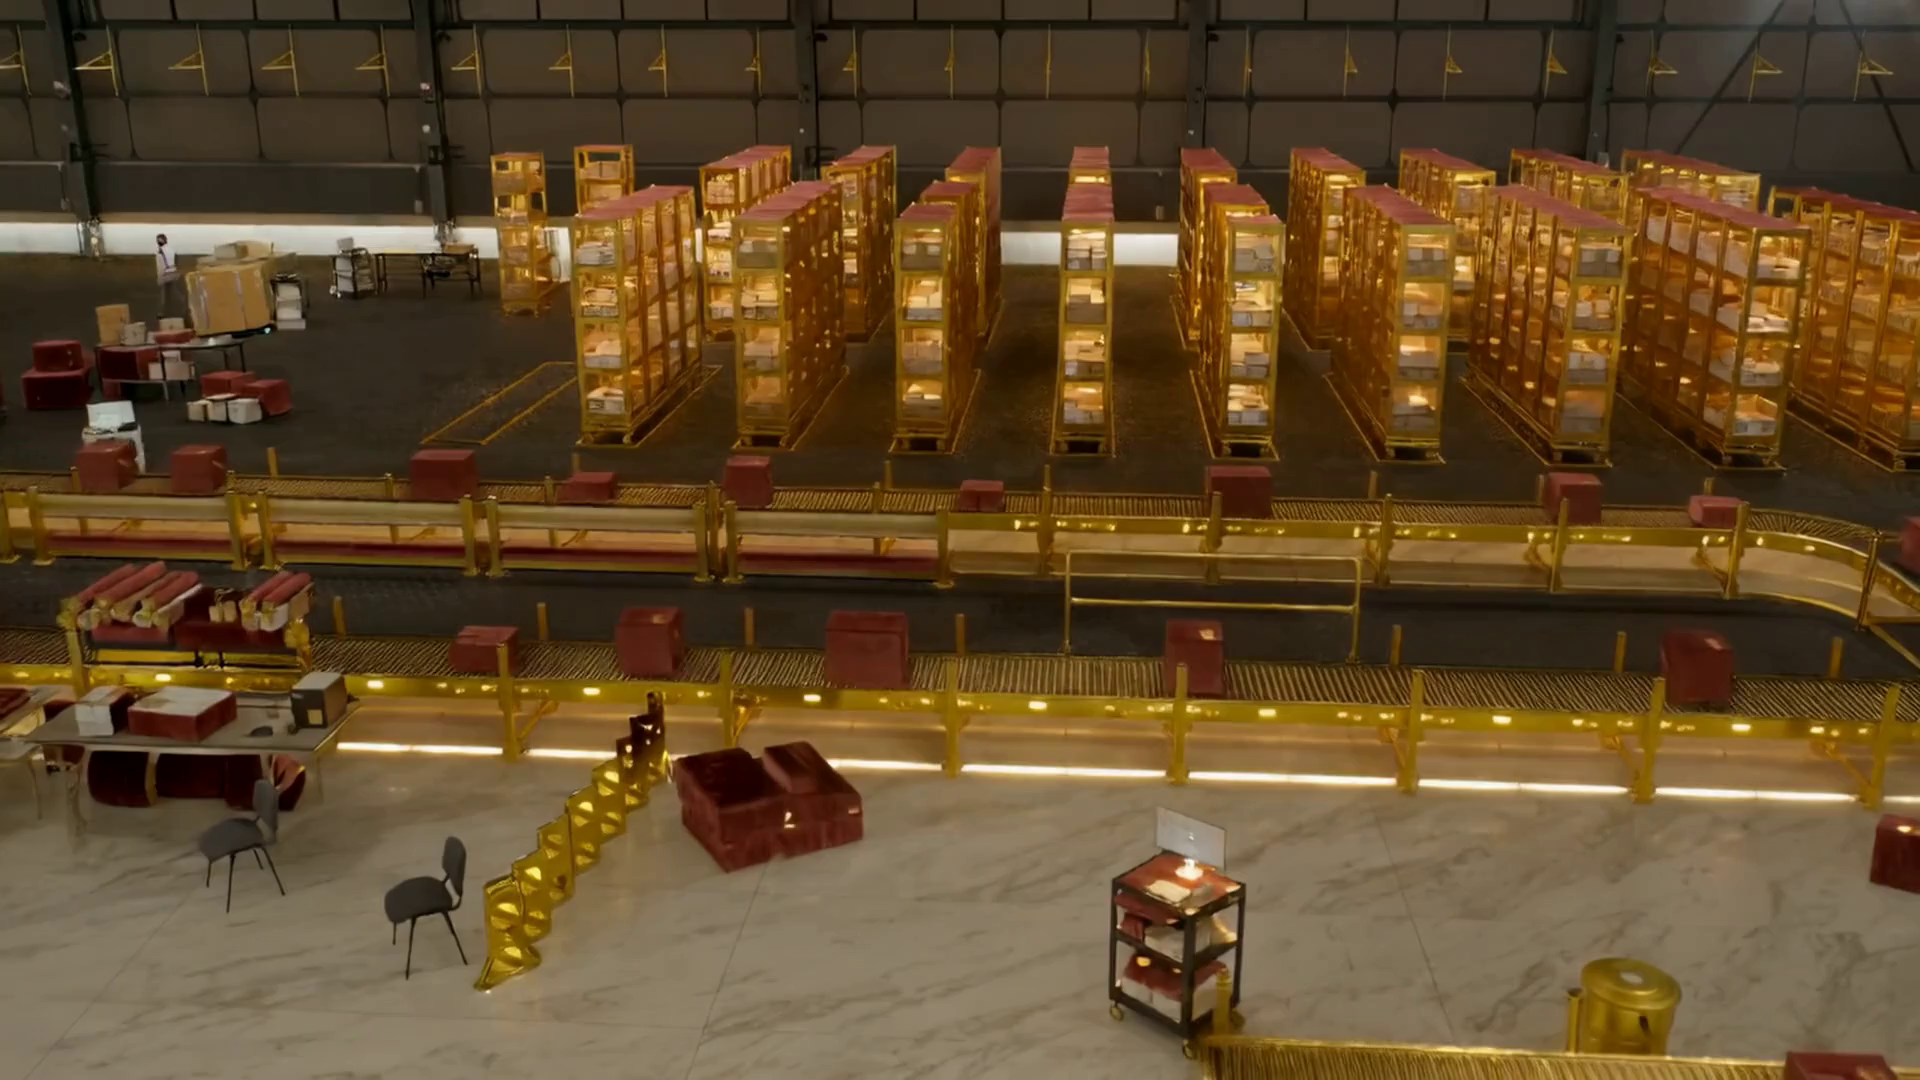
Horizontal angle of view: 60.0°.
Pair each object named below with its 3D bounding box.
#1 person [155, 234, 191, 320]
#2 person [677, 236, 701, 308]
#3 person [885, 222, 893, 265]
[{"bbox_3d":[-17.523,-5.830,36.945,0.858,1.910,0.618,5,18,16],"label":"person"},{"bbox_3d":[-6.268,-6.243,38.362,0.600,1.834,0.404,16,23,40],"label":"person"},{"bbox_3d":[-1.929,-7.427,42.103,0.573,1.844,0.376,-16,23,-41],"label":"person"}]
